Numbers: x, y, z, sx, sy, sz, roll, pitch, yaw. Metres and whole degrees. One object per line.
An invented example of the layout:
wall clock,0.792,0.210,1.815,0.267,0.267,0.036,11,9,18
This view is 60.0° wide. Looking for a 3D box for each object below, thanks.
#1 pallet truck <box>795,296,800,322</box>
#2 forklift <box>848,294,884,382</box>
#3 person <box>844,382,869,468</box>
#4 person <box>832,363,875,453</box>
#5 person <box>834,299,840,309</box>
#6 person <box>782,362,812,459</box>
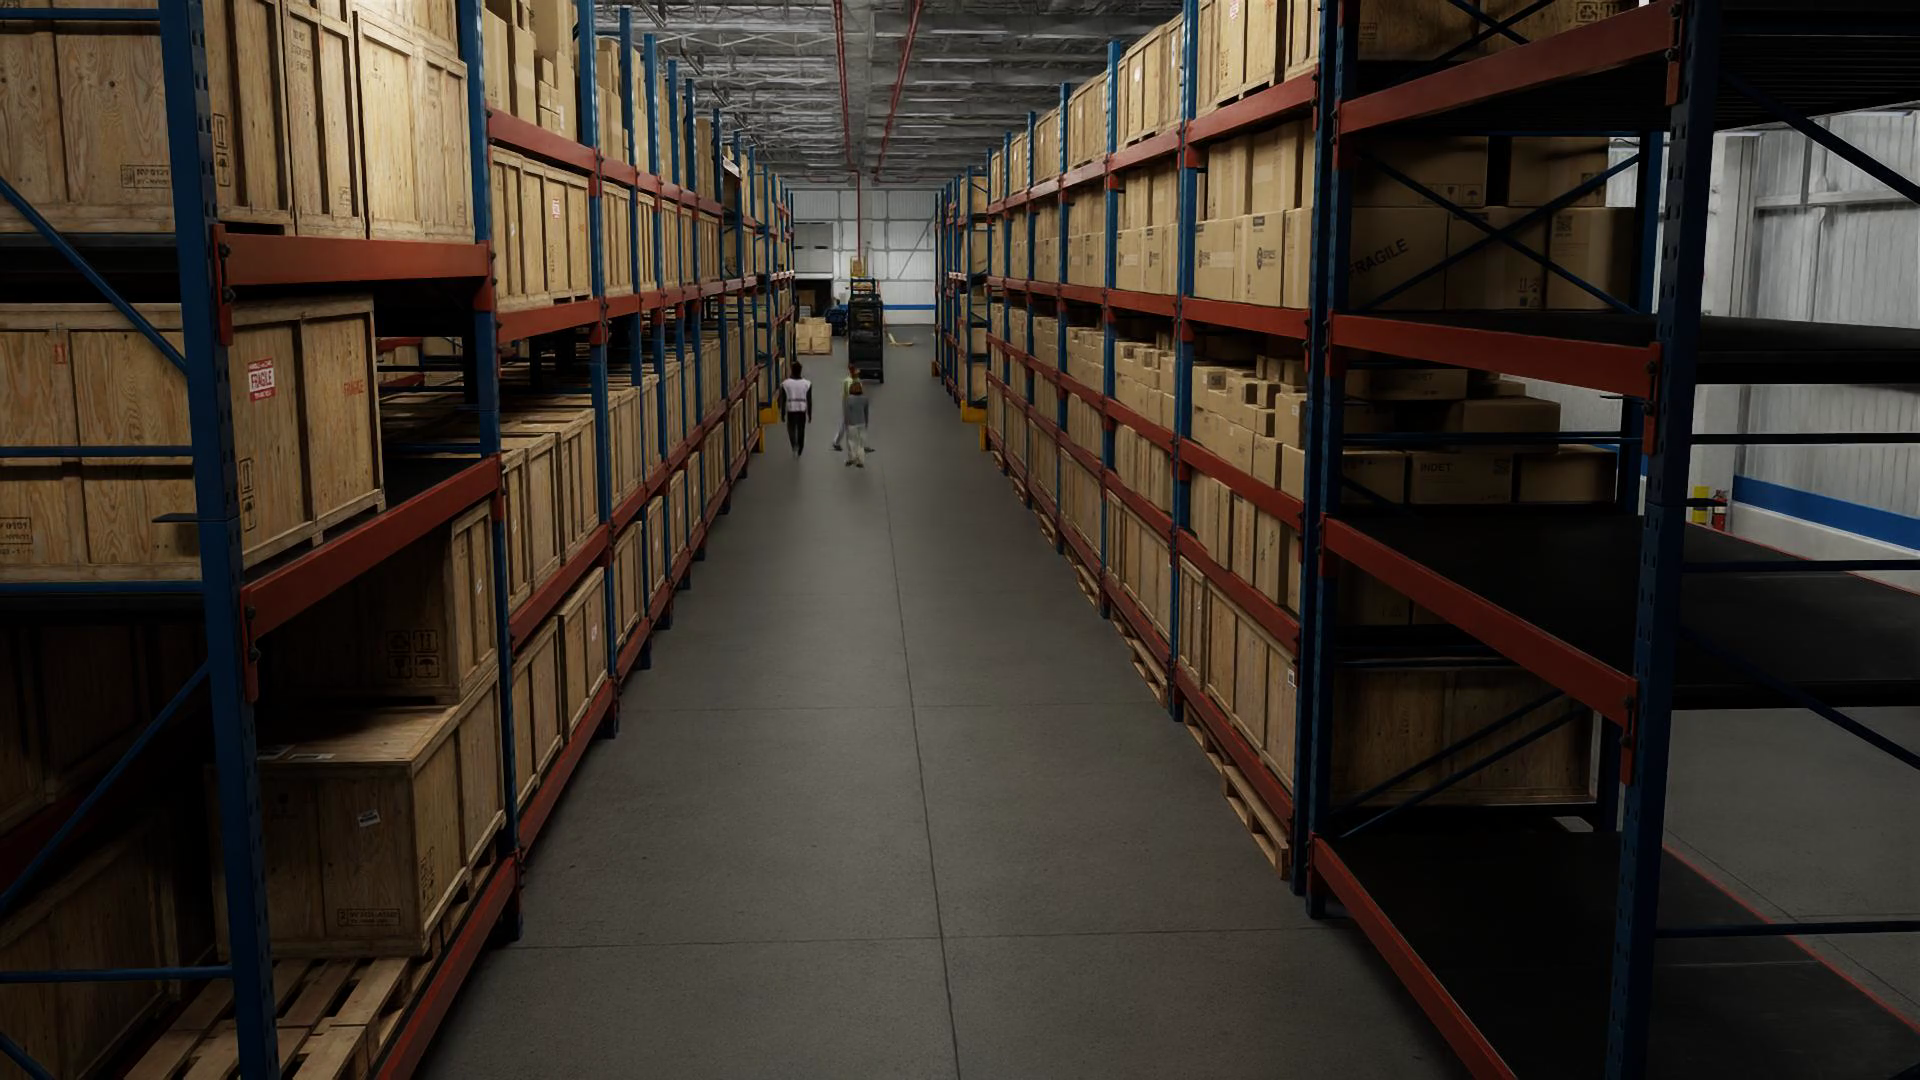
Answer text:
pallet truck,-8.622,-12.439,91.403,1.885,1.965,0.823,2,10,13
forklift,-3.023,-6.487,53.218,1.129,2.768,1.873,-1,10,-3
person,-1.959,-2.158,31.132,0.518,1.603,0.679,-5,11,-26
person,-2.201,-2.675,33.653,0.958,1.807,0.583,6,11,30
person,-6.672,-12.013,89.343,0.991,1.846,0.596,-8,12,-39
person,-3.165,-2.507,32.364,0.606,1.897,0.595,-2,10,-10
